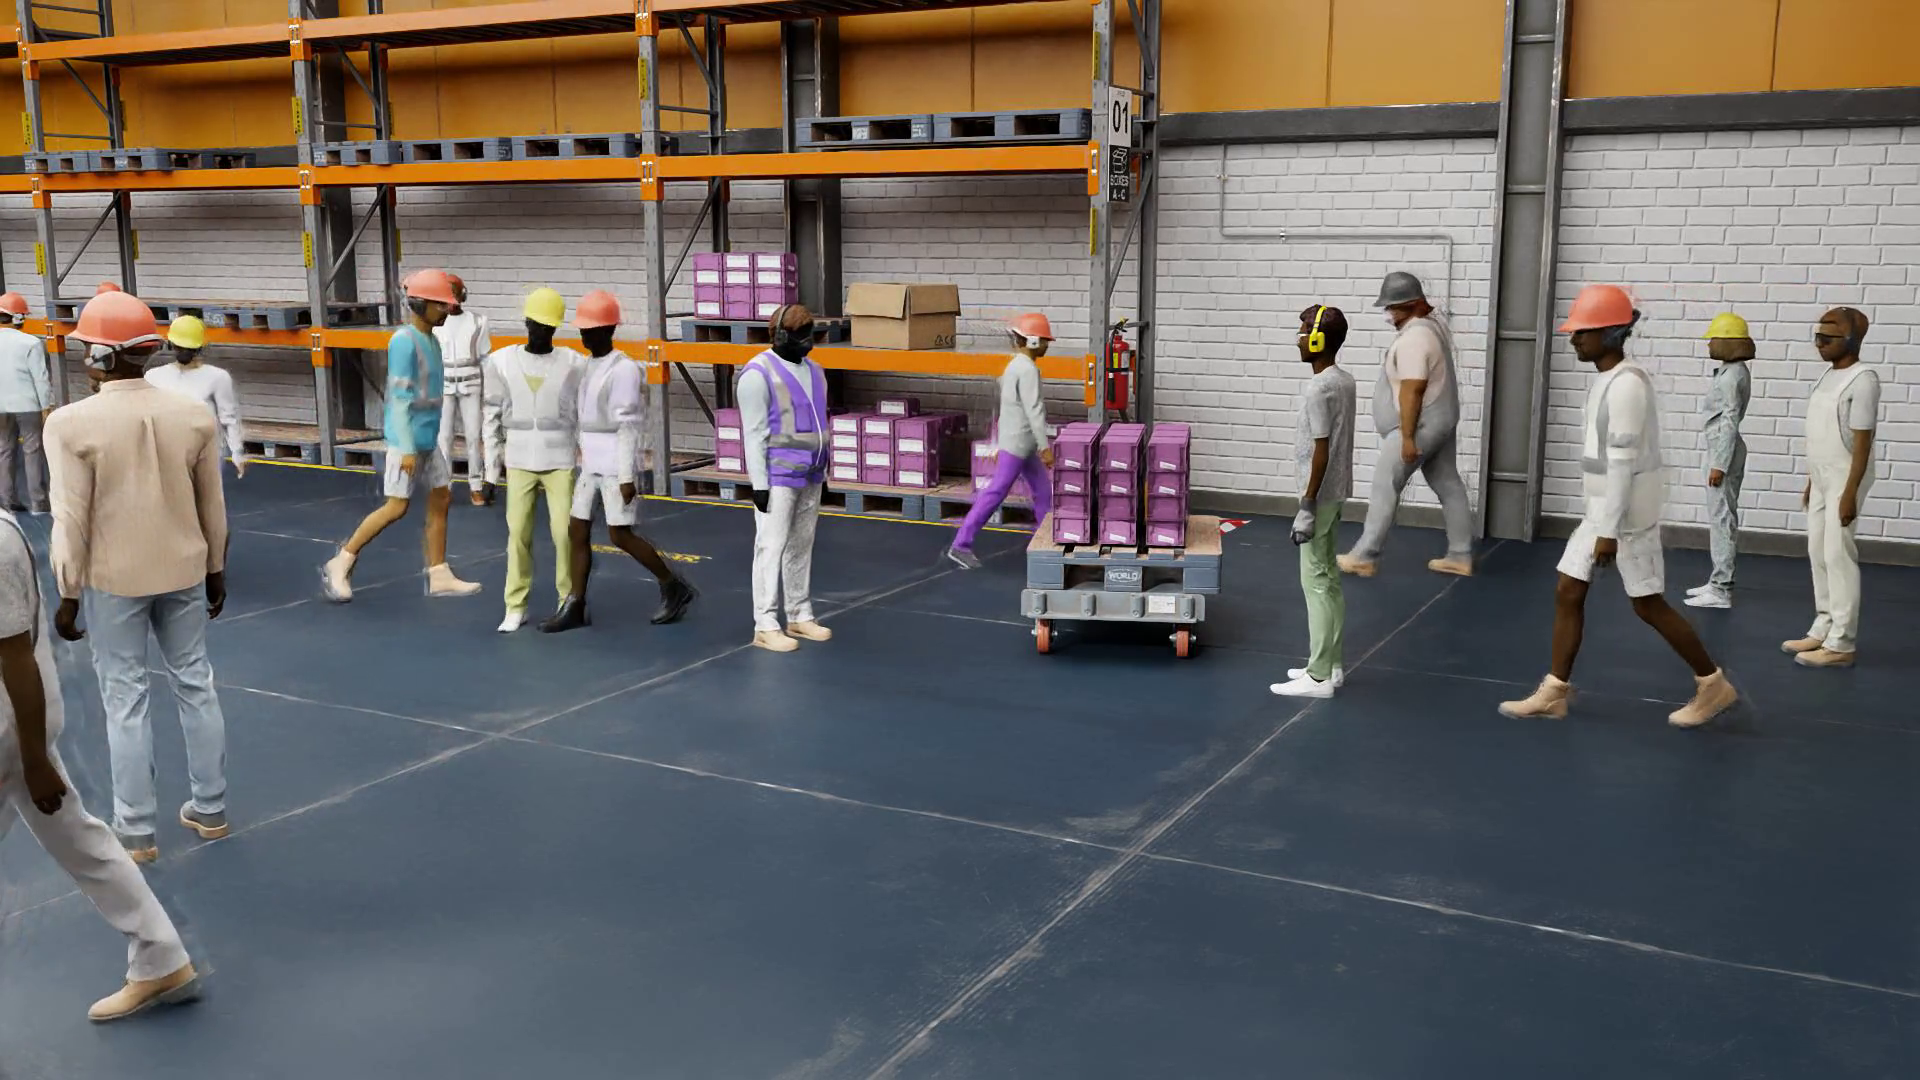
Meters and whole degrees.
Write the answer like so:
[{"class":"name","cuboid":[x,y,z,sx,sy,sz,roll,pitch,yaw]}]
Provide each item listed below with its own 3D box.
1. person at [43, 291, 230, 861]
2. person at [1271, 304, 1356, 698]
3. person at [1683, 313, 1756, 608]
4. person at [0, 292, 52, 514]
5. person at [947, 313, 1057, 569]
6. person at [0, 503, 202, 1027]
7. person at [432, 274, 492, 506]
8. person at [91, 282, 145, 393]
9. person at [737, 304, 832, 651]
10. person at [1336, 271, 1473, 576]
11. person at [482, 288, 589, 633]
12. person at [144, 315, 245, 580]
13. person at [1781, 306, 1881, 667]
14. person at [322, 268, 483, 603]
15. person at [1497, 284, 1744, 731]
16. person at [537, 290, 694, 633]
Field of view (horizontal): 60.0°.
[{"class":"person","cuboid":[-2.889,0.129,5.880,0.370,1.996,0.622,8,13,36]},{"class":"person","cuboid":[1.700,-0.181,7.932,0.316,1.870,0.531,5,12,27]},{"class":"person","cuboid":[4.504,-0.471,9.874,0.301,1.742,0.493,5,12,27]},{"class":"person","cuboid":[-7.434,-1.076,13.157,0.572,1.748,0.342,2,10,8]},{"class":"person","cuboid":[0.363,-0.643,10.956,0.946,1.700,0.575,0,10,0]},{"class":"person","cuboid":[-2.544,0.507,4.374,0.976,1.799,0.507,-6,12,-31]},{"class":"person","cuboid":[-4.091,-1.207,13.519,0.581,1.883,0.343,-3,11,-15]},{"class":"person","cuboid":[-8.215,-1.631,16.206,0.335,1.748,0.572,5,12,27]},{"class":"person","cuboid":[-0.905,-0.334,8.885,0.430,1.837,0.630,6,12,32]},{"class":"person","cuboid":[2.898,-0.769,10.688,0.879,2.000,0.715,6,12,30]},{"class":"person","cuboid":[-2.334,-0.429,9.244,0.662,1.911,0.445,-1,10,-5]},{"class":"person","cuboid":[-4.697,-0.493,10.069,0.566,1.704,0.910,0,10,2]},{"class":"person","cuboid":[4.479,-0.272,8.519,0.345,1.838,0.508,1,10,5]},{"class":"person","cuboid":[-3.394,-0.618,9.983,0.863,2.010,0.627,0,10,0]},{"class":"person","cuboid":[2.993,-0.127,7.342,0.983,1.999,0.602,1,10,6]},{"class":"person","cuboid":[-1.918,-0.431,9.235,0.831,1.913,0.550,-8,13,-38]}]
